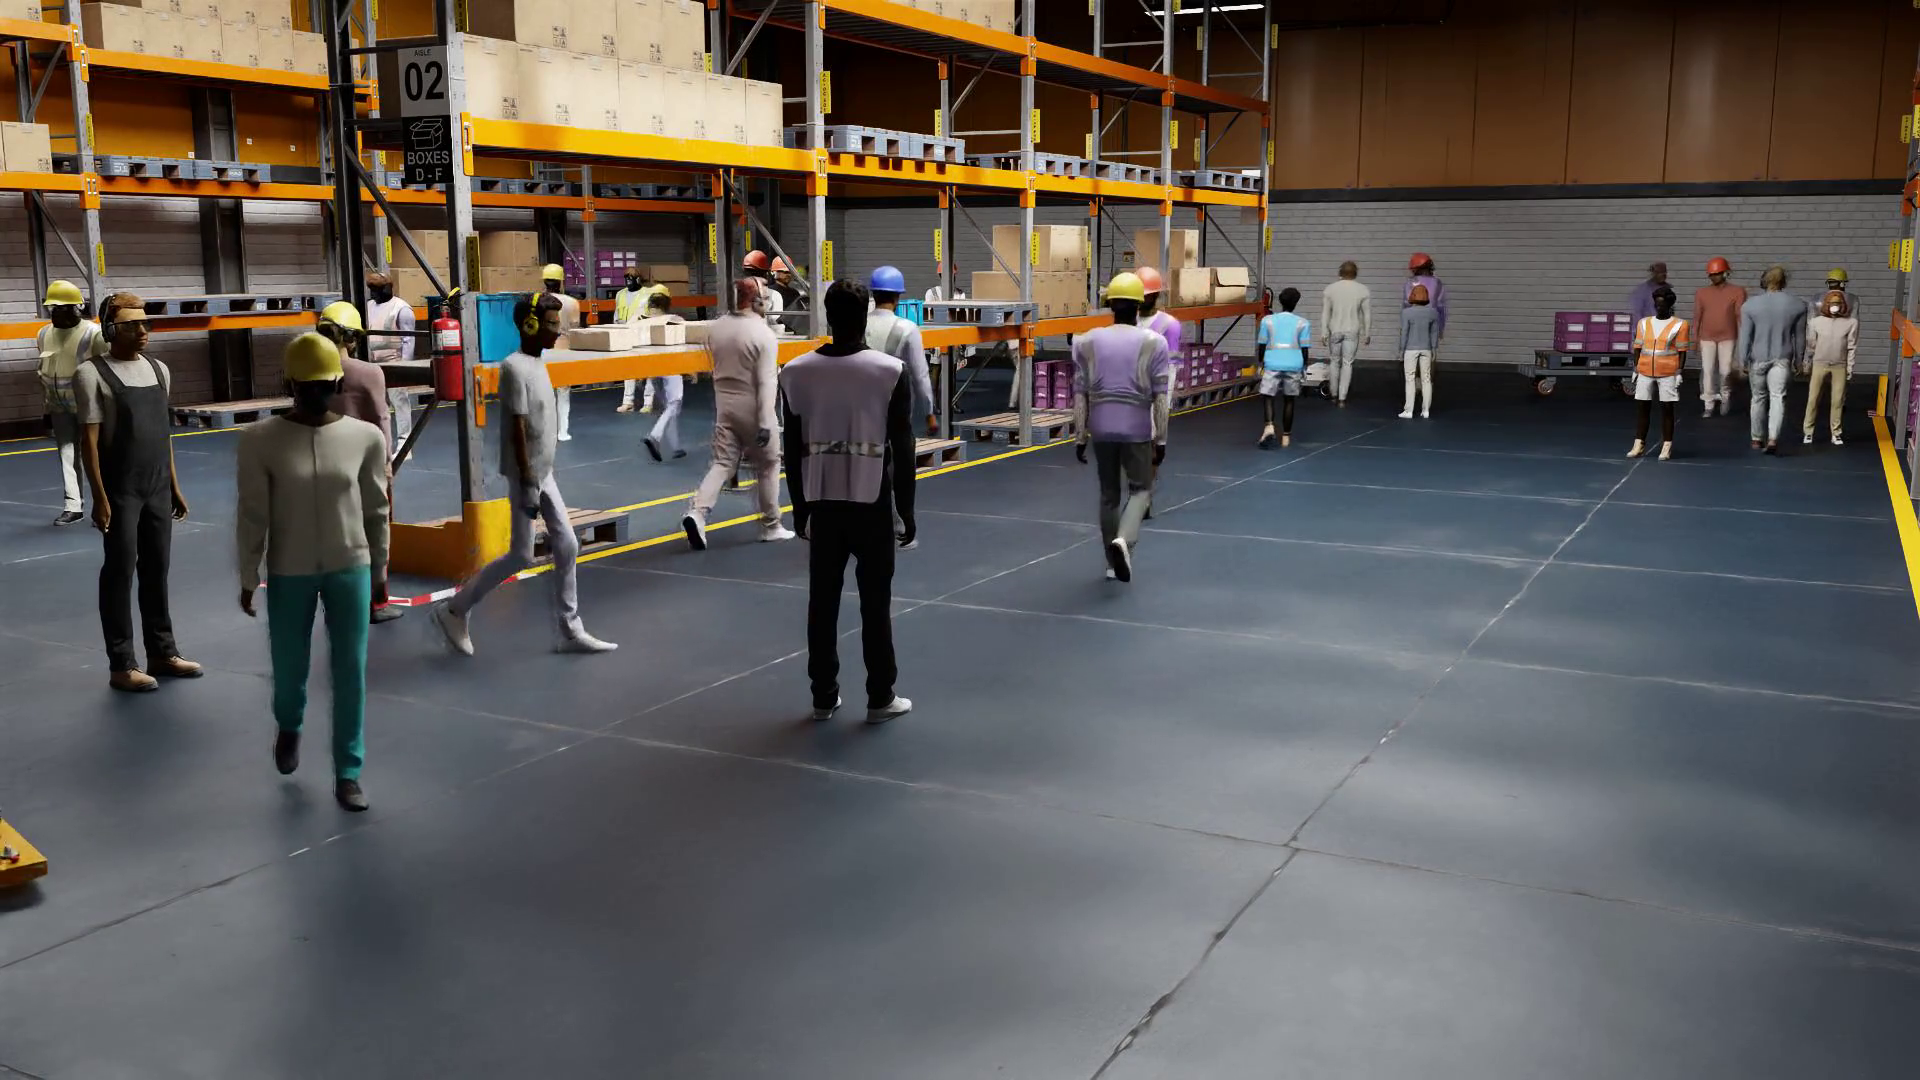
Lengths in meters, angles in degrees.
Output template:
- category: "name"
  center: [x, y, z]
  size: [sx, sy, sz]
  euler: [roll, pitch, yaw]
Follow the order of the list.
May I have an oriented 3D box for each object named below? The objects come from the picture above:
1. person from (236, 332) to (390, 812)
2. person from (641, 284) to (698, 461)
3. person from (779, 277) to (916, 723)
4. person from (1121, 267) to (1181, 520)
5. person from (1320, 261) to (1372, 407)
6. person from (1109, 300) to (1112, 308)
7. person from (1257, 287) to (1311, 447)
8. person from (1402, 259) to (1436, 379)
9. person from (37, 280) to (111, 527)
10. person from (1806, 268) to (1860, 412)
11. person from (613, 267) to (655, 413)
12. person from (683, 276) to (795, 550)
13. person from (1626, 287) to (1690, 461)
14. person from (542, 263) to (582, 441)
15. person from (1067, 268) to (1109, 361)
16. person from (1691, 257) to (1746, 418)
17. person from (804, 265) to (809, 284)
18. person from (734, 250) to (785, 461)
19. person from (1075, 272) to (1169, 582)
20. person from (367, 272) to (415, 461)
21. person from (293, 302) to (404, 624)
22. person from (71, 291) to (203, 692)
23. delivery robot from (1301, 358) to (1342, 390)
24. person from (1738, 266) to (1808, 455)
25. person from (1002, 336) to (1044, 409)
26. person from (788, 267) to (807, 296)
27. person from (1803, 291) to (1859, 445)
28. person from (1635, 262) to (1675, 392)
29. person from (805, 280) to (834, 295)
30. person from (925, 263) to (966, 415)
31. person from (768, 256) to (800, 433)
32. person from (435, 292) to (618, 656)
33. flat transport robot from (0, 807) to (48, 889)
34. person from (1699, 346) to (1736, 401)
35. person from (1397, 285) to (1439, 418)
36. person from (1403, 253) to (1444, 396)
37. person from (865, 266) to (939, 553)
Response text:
- category: "person"
  center: [-2.381, 0.099, 6.134]
  size: [0.549, 1.745, 0.578]
  euler: [-6, 11, -30]
- category: "person"
  center: [-2.909, -1.624, 16.189]
  size: [0.592, 1.718, 0.765]
  euler: [4, 11, 23]
- category: "person"
  center: [-0.475, -0.161, 7.157]
  size: [0.593, 1.920, 0.391]
  euler: [3, 10, 15]
- category: "person"
  center: [1.361, -1.072, 12.437]
  size: [0.571, 1.913, 0.419]
  euler: [8, 13, 40]
- category: "person"
  center: [5.146, -2.747, 22.143]
  size: [0.651, 1.908, 0.847]
  euler: [3, 10, 19]
- category: "person"
  center: [2.397, -3.058, 24.828]
  size: [0.437, 1.623, 0.551]
  euler: [-6, 11, -30]
- category: "person"
  center: [3.350, -1.775, 17.215]
  size: [0.551, 1.669, 0.555]
  euler: [2, 10, 11]
- category: "person"
  center: [7.377, -3.527, 26.620]
  size: [0.523, 1.927, 0.561]
  euler: [-3, 10, -14]
- category: "person"
  center: [-6.532, -0.998, 12.297]
  size: [0.591, 1.823, 0.405]
  euler: [2, 10, 10]
- category: "person"
  center: [11.092, -2.533, 21.156]
  size: [0.590, 1.827, 0.404]
  euler: [6, 12, 33]
- category: "person"
  center: [-4.114, -2.524, 21.061]
  size: [0.634, 1.842, 0.429]
  euler: [4, 10, 20]
- category: "person"
  center: [-1.512, -0.867, 11.398]
  size: [0.644, 1.871, 0.893]
  euler: [7, 12, 34]
- category: "person"
  center: [6.839, -1.626, 16.291]
  size: [0.532, 1.694, 0.319]
  euler: [9, 13, 42]
- category: "person"
  center: [-4.334, -1.989, 17.762]
  size: [0.594, 1.911, 0.505]
  euler: [1, 10, 5]
- category: "person"
  center: [1.767, -2.855, 23.009]
  size: [0.620, 1.836, 0.429]
  euler: [-1, 10, -4]
- category: "person"
  center: [9.264, -2.466, 20.347]
  size: [0.634, 1.971, 0.438]
  euler: [7, 12, 37]
- category: "person"
  center: [-2.598, -3.881, 29.004]
  size: [0.494, 1.816, 0.938]
  euler: [-2, 10, -11]
- category: "person"
  center: [-1.971, -1.777, 16.154]
  size: [0.616, 2.041, 0.378]
  euler: [3, 10, 16]
- category: "person"
  center: [0.968, -0.663, 10.109]
  size: [0.589, 1.910, 0.643]
  euler: [3, 10, 19]
- category: "person"
  center: [-5.607, -1.686, 16.229]
  size: [0.619, 1.838, 0.430]
  euler: [5, 11, 26]
- category: "person"
  center: [-3.348, -0.412, 9.085]
  size: [0.525, 1.759, 0.337]
  euler: [1, 10, 4]
- category: "person"
  center: [-3.837, -0.227, 7.754]
  size: [0.343, 1.846, 0.507]
  euler: [3, 10, 19]
- category: "delivery robot"
  center: [5.001, -2.287, 23.139]
  size: [0.707, 0.478, 0.477]
  euler: [8, 13, 39]
- category: "person"
  center: [8.210, -1.816, 16.849]
  size: [0.641, 1.896, 1.018]
  euler: [4, 11, 22]
- category: "person"
  center: [0.857, -2.518, 21.706]
  size: [0.539, 1.590, 0.862]
  euler: [7, 12, 34]
- category: "person"
  center: [-2.674, -3.729, 28.205]
  size: [0.603, 1.780, 0.921]
  euler: [6, 11, 31]
- category: "person"
  center: [9.194, -1.814, 17.584]
  size: [0.496, 1.626, 0.284]
  euler: [3, 10, 19]
- category: "person"
  center: [10.178, -3.130, 24.460]
  size: [0.649, 1.892, 0.617]
  euler: [-3, 10, -16]
- category: "person"
  center: [-1.900, -2.914, 23.042]
  size: [0.635, 1.937, 0.352]
  euler: [7, 12, 33]
- category: "person"
  center: [-0.162, -2.534, 20.846]
  size: [0.547, 1.936, 0.364]
  euler: [-5, 11, -28]
- category: "person"
  center: [-2.000, -2.202, 18.754]
  size: [0.377, 1.995, 0.608]
  euler: [8, 13, 38]
- category: "person"
  center: [-2.203, -0.315, 8.307]
  size: [0.841, 1.830, 0.552]
  euler: [1, 10, 3]
- category: "flat transport robot"
  center: [-3.647, 1.028, 5.041]
  size: [1.431, 0.197, 0.652]
  euler: [-9, 13, -42]
- category: "person"
  center: [10.412, -2.724, 22.820]
  size: [0.498, 1.634, 0.284]
  euler: [-2, 10, -13]
- category: "person"
  center: [5.616, -2.309, 20.417]
  size: [0.508, 1.632, 0.271]
  euler: [-2, 10, -11]
- category: "person"
  center: [6.527, -3.041, 23.544]
  size: [0.728, 2.014, 0.533]
  euler: [-2, 10, -13]
- category: "person"
  center: [-0.489, -0.860, 11.148]
  size: [0.636, 1.936, 0.440]
  euler: [7, 12, 34]
